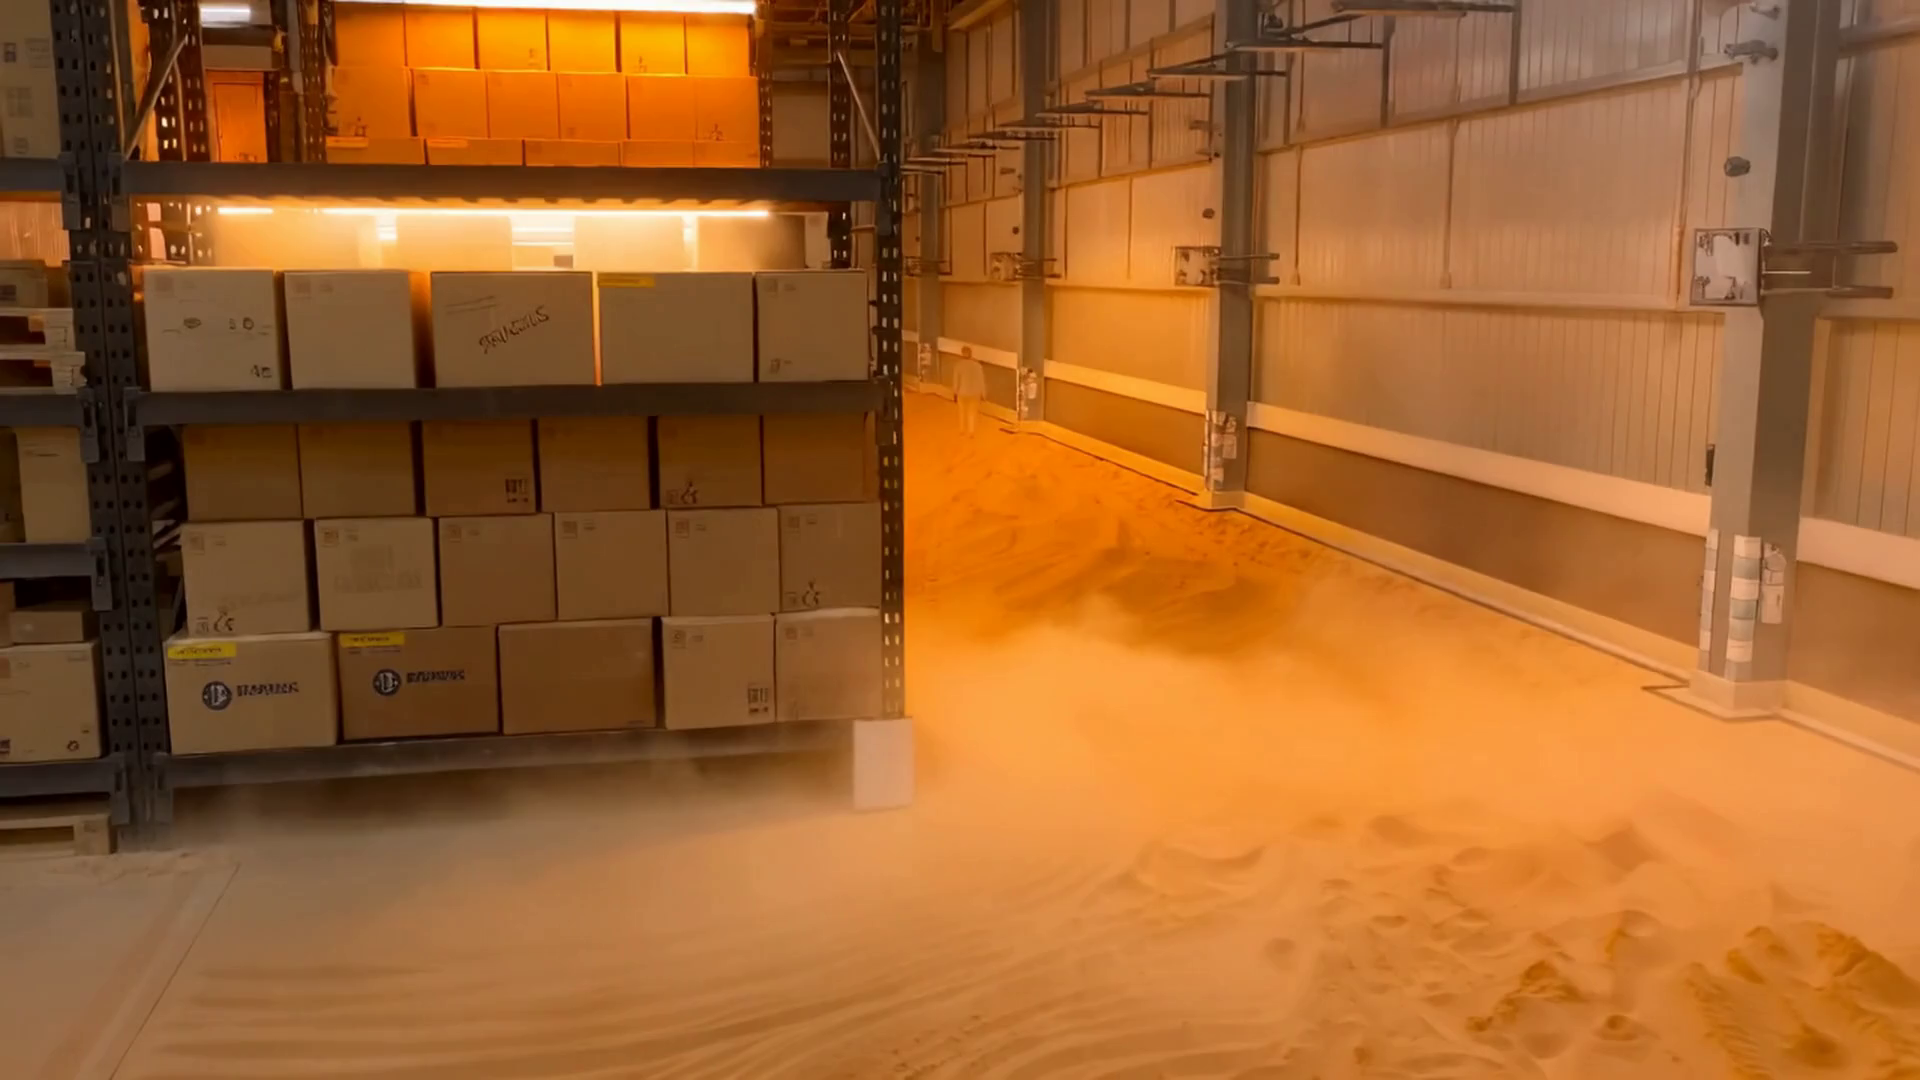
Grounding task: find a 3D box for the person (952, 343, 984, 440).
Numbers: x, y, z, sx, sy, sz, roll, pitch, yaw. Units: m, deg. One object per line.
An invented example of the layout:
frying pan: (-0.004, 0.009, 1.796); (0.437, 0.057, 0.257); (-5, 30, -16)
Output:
person: (0.141, -2.620, 29.361); (0.575, 1.705, 0.865); (0, 9, 2)
